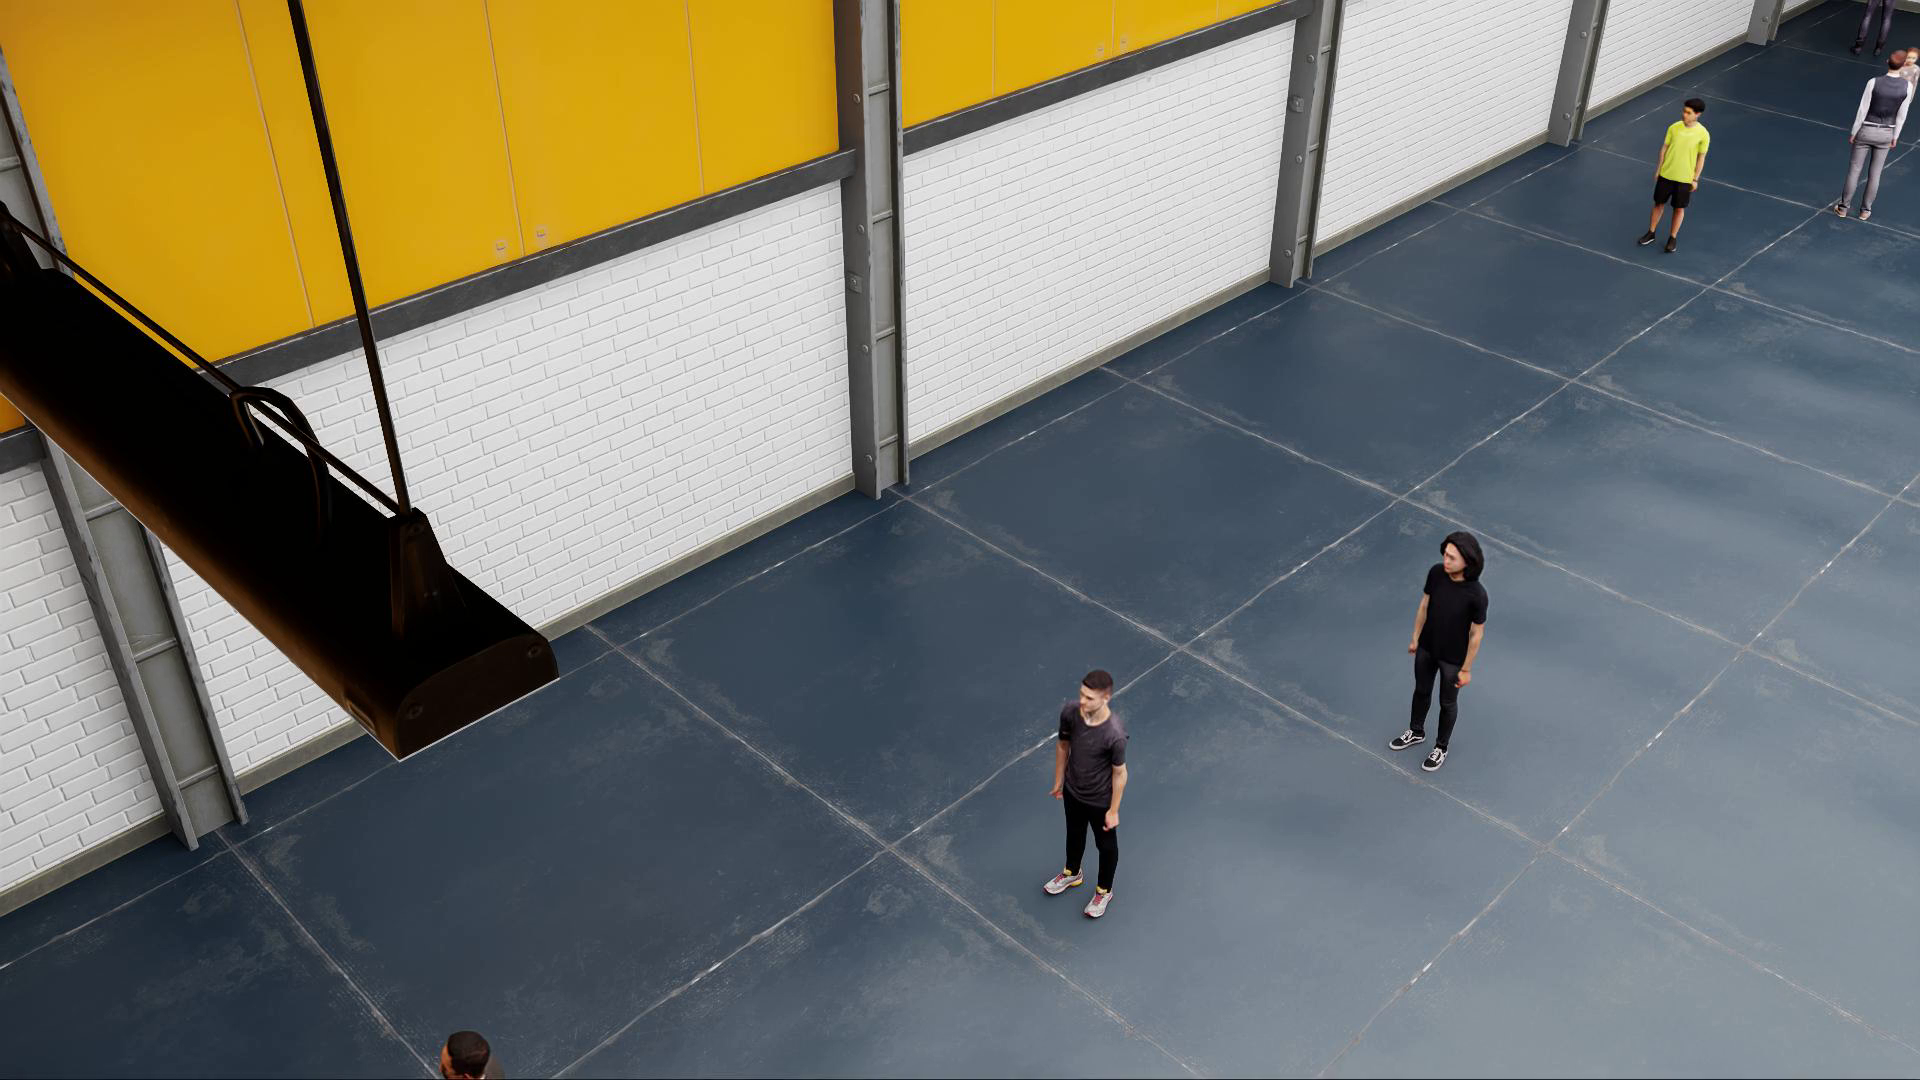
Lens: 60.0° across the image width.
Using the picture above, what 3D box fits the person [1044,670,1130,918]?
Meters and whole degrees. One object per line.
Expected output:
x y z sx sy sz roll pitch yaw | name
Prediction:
0.785 1.487 9.890 0.635 1.764 0.537 26 42 34 | person

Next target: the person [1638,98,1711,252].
7.880 -4.033 18.245 0.633 1.706 0.550 25 41 33 | person

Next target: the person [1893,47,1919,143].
11.988 -5.693 21.206 0.538 1.195 0.558 12 36 18 | person

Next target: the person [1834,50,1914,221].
10.412 -4.615 18.913 0.735 1.937 0.705 13 36 19 | person

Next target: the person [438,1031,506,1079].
-2.164 2.914 7.705 0.711 1.804 0.760 -11 35 -16 | person

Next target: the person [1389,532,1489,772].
3.213 0.707 10.999 0.563 1.835 0.665 -23 40 -30 | person

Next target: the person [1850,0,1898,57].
13.363 -7.950 24.025 0.746 1.832 0.748 10 35 14 | person
